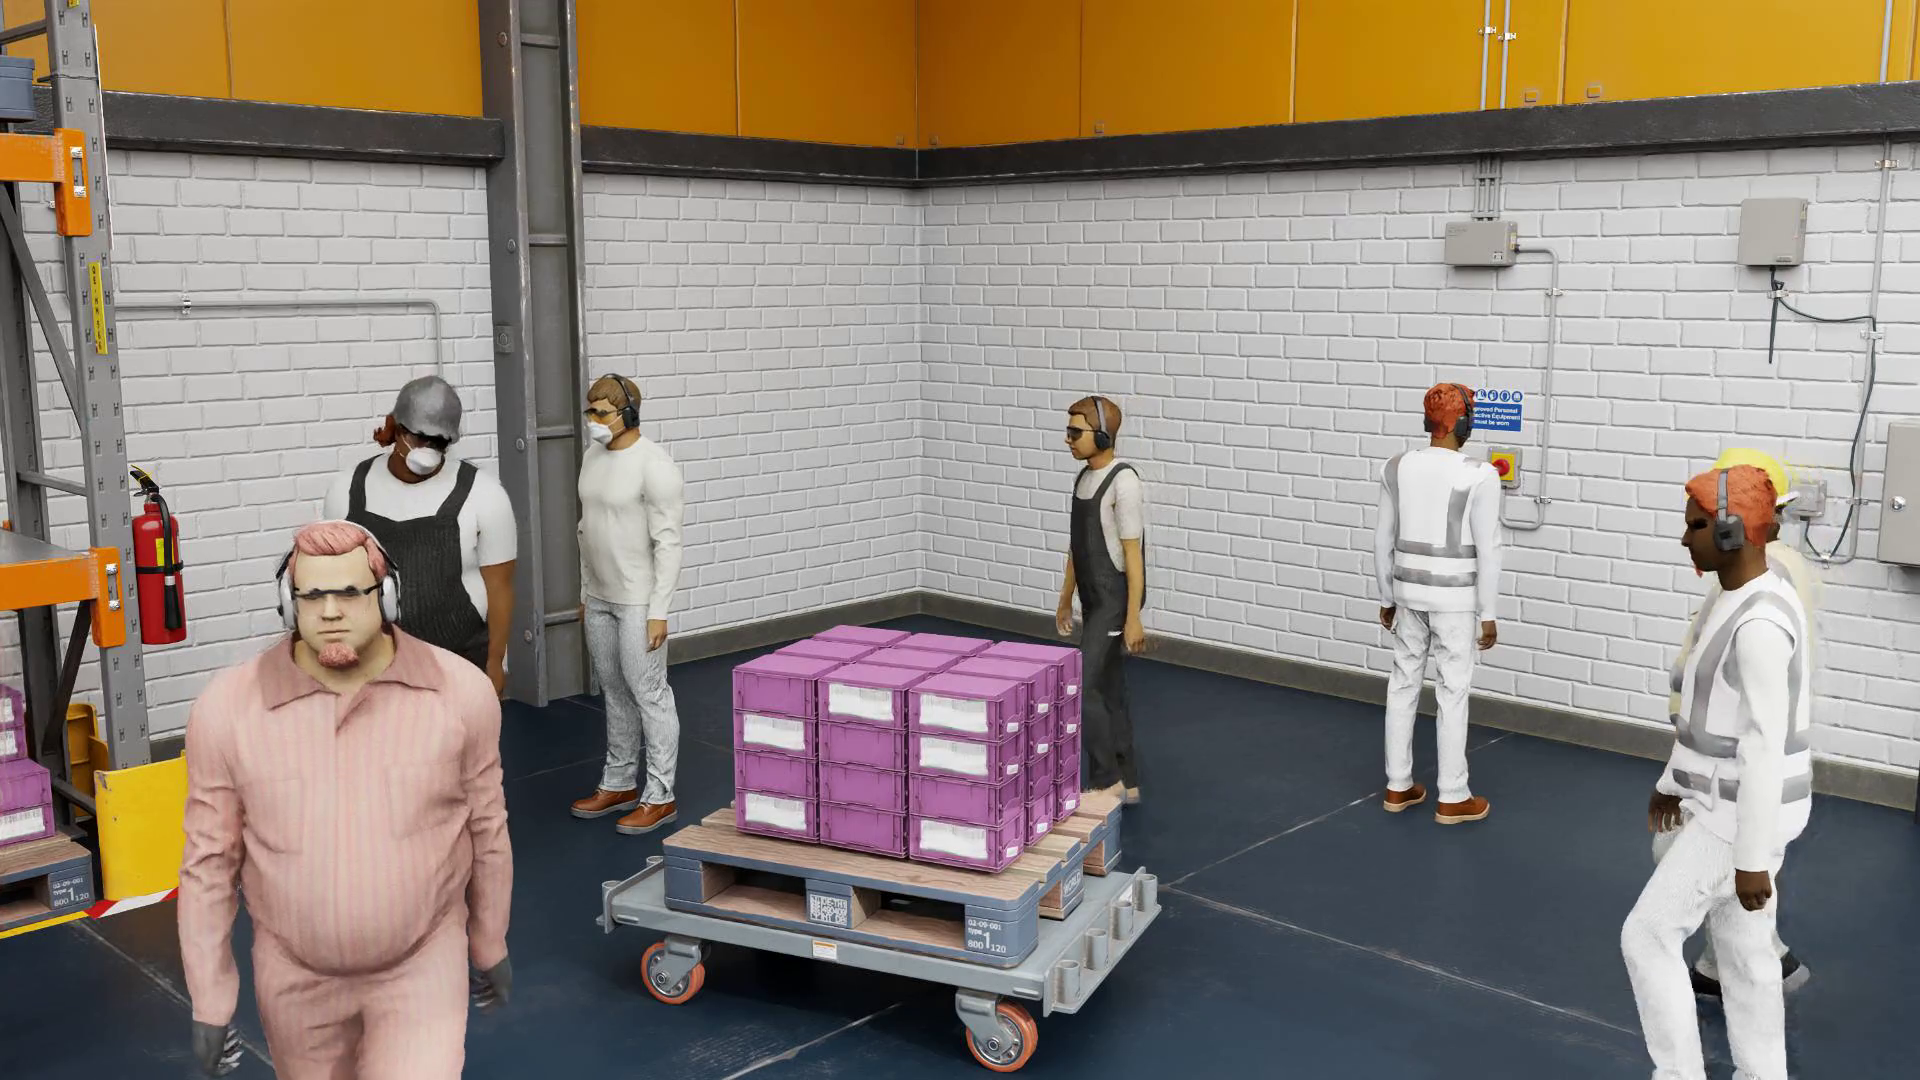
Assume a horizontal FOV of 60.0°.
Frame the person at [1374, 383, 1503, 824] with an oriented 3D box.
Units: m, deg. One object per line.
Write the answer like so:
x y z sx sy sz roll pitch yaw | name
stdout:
2.050 0.269 7.147 0.352 1.881 0.576 -8 12 -42 | person

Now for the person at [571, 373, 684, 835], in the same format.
-1.409 0.263 7.019 0.627 1.938 0.370 9 13 43 | person

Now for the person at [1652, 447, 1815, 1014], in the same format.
2.426 0.617 5.217 0.422 1.814 0.613 6 11 32 | person

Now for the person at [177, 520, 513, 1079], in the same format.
-1.290 0.865 3.557 0.654 1.871 0.978 -3 10 -16 | person

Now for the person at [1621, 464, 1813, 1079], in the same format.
1.973 0.723 4.442 0.631 1.862 0.568 5 10 28 | person

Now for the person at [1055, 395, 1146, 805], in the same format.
0.577 0.293 7.170 0.554 1.823 0.537 -3 10 -18 | person

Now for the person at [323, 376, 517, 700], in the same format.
-1.970 0.361 6.098 0.698 2.000 0.708 0 9 2 | person
